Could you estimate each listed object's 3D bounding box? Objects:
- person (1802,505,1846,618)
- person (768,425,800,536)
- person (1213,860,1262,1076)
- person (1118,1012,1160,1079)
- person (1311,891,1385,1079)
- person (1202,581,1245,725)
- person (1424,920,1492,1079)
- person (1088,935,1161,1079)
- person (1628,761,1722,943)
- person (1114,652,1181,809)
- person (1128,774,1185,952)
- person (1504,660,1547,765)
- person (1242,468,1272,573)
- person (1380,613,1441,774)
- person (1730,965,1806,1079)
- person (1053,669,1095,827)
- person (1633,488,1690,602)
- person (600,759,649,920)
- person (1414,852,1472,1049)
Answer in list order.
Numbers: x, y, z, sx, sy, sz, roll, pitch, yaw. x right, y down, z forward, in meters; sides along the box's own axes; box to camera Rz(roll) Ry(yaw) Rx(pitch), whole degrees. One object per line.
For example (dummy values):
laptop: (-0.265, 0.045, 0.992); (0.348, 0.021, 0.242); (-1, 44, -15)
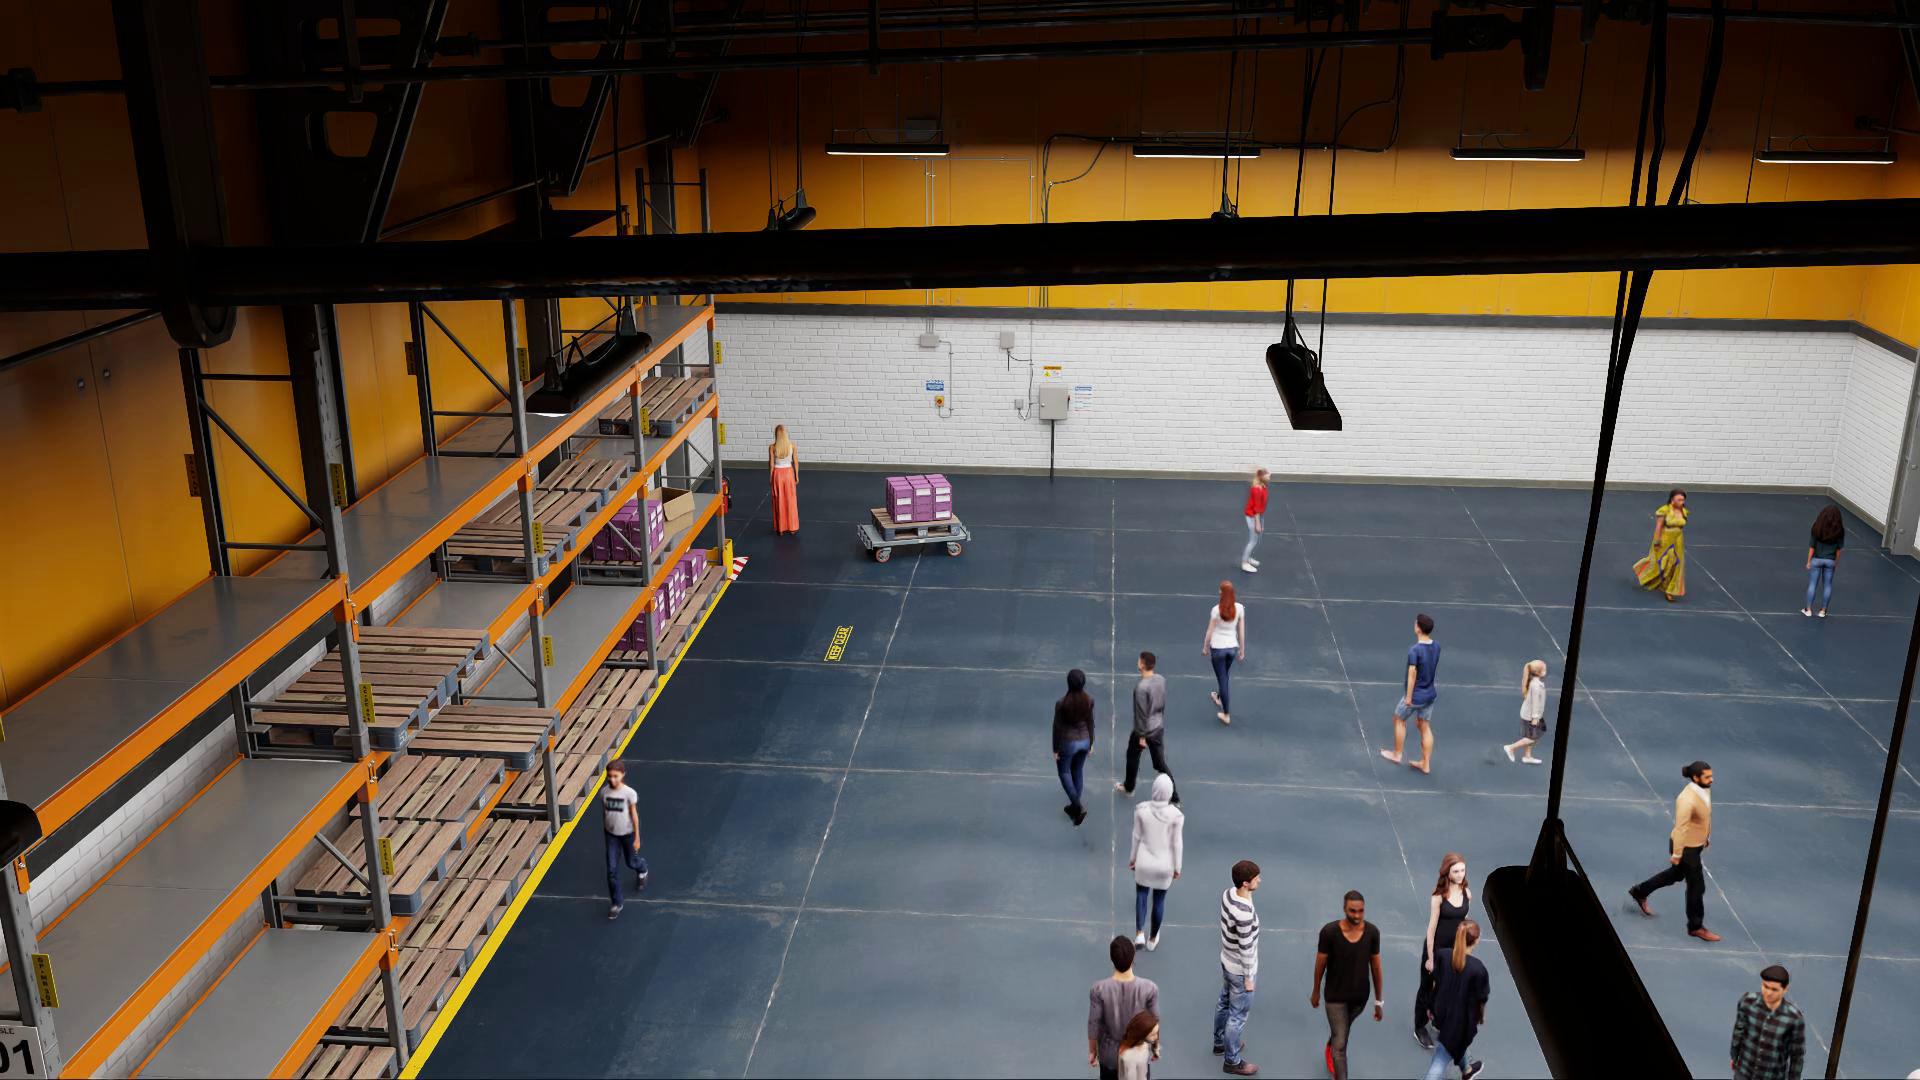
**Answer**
person: (12.054, 0.286, 23.218); (0.660, 1.617, 0.669); (7, 20, 19)
person: (-2.833, -0.968, 26.654); (0.683, 1.802, 0.653); (-3, 19, -8)
person: (2.254, 3.433, 13.504); (0.758, 1.853, 0.547); (-3, 19, -8)
person: (1.190, 4.058, 12.288); (0.817, 1.445, 0.845); (8, 20, 22)
person: (3.060, 3.568, 13.254); (0.792, 1.758, 1.200); (-1, 19, -4)
person: (3.201, 1.369, 19.863); (0.821, 1.706, 1.053); (-5, 19, -16)
person: (3.780, 3.759, 12.894); (1.167, 1.625, 1.152); (-14, 23, -35)
person: (1.225, 3.831, 12.355); (0.687, 1.832, 0.955); (1, 19, 4)
person: (6.701, 2.823, 15.495); (1.095, 1.739, 1.162); (13, 23, 34)
person: (2.074, 2.074, 17.749); (1.120, 1.719, 1.149); (-17, 25, -41)
person: (1.739, 2.968, 15.020); (0.734, 1.767, 0.839); (6, 19, 17)
person: (6.412, 1.959, 18.802); (0.638, 1.265, 0.638); (5, 19, 15)
person: (4.394, -0.307, 24.913); (0.828, 1.660, 0.681); (3, 19, 9)
person: (5.186, 1.748, 18.548); (0.879, 1.827, 0.981); (-10, 21, -28)
person: (6.077, 3.928, 12.511); (1.055, 1.684, 1.184); (15, 24, 37)
person: (1.222, 2.196, 17.367); (0.831, 1.731, 0.999); (-6, 19, -17)
person: (10.139, 0.032, 23.936); (0.887, 1.640, 1.050); (-4, 19, -13)
person: (-3.221, 2.783, 15.936); (0.612, 1.533, 1.031); (3, 19, 9)
person: (4.022, 3.376, 13.839); (0.656, 1.747, 0.665); (-8, 20, -22)
